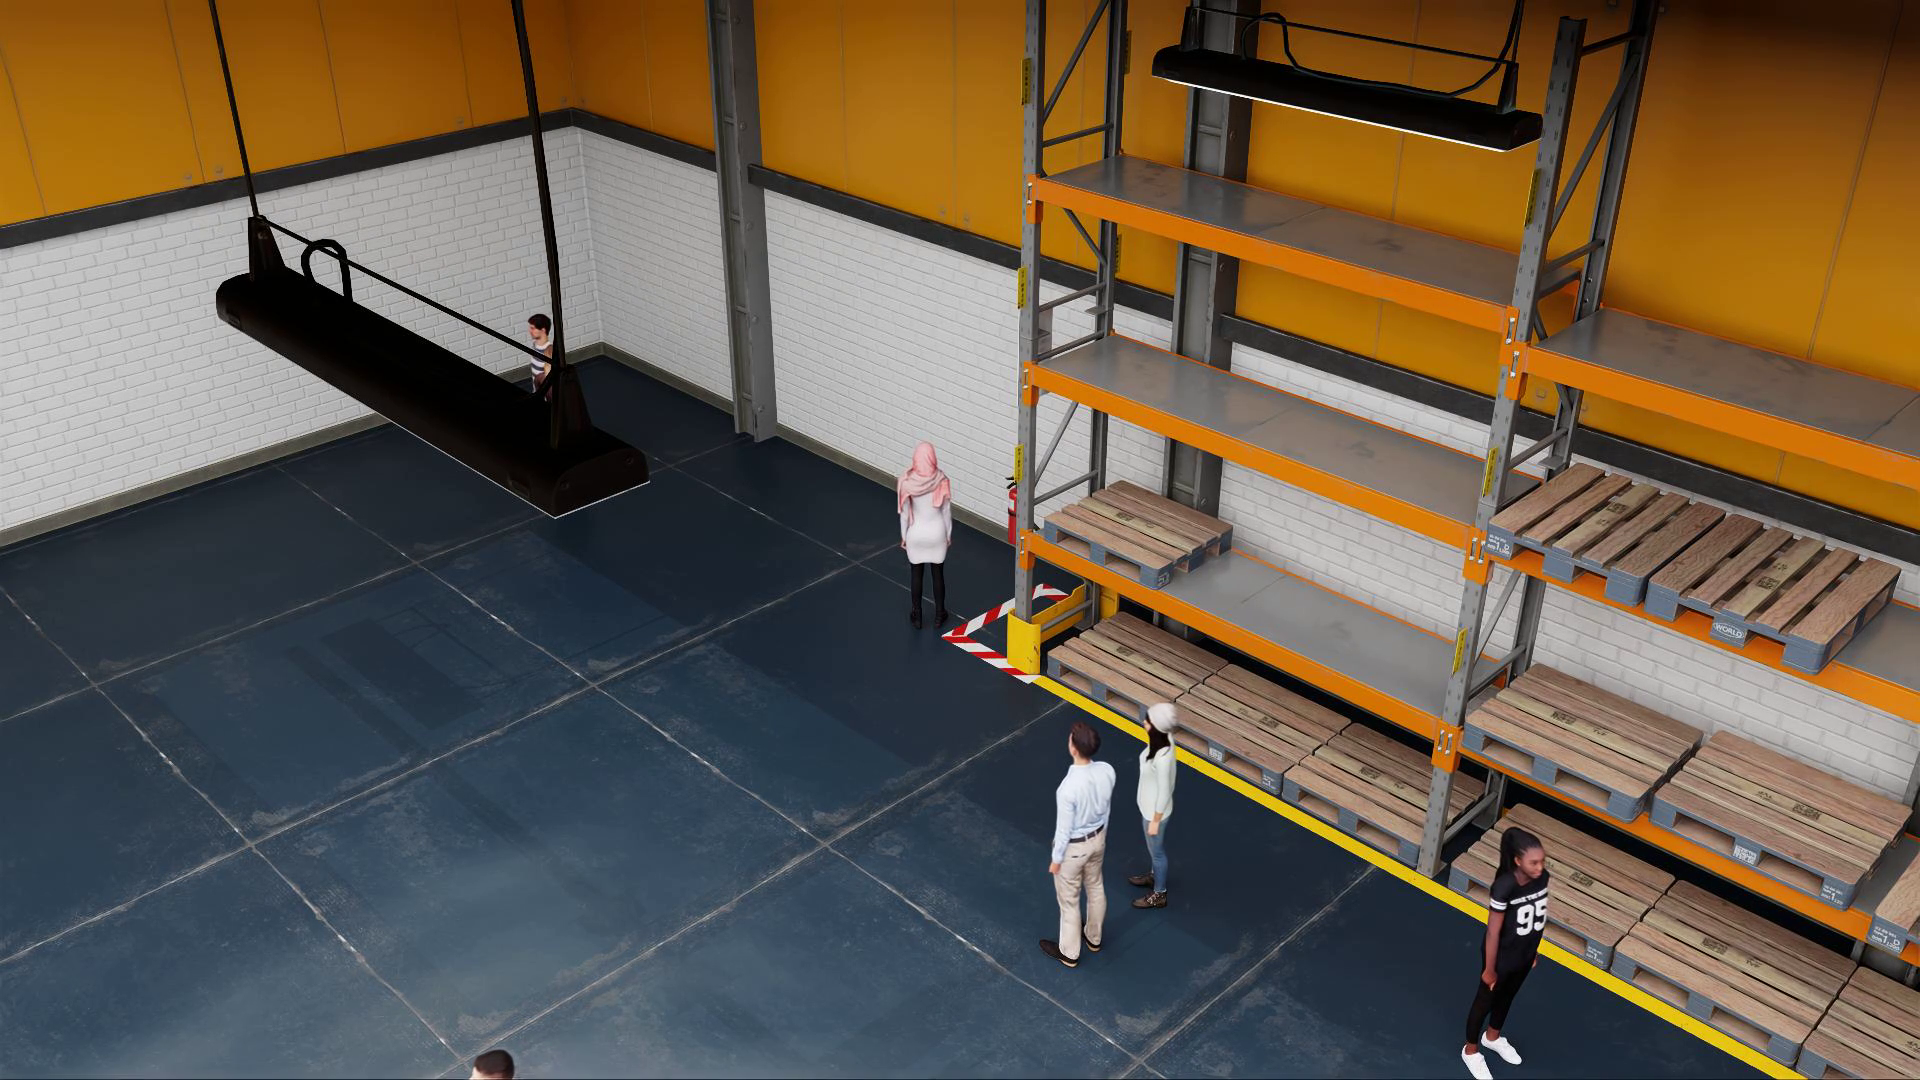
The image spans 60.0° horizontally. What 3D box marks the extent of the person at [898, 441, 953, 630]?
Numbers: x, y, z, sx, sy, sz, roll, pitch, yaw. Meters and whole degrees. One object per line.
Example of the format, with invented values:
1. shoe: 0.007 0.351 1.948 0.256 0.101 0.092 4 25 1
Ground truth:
1. person: -0.292 -0.040 14.584 0.735 1.804 0.790 -1 29 -2

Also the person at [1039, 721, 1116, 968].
1. person: 0.775 1.981 10.836 0.657 1.846 0.597 -23 36 -35

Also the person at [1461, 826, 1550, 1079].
1. person: 3.308 2.486 10.032 0.656 1.729 0.645 -17 33 -29

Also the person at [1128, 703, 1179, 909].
1. person: 1.337 1.803 11.373 0.681 1.644 0.636 2 29 3

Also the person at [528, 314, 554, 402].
1. person: -4.212 -1.461 17.137 0.714 1.855 0.475 -23 36 -36

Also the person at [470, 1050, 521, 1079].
1. person: -2.273 3.286 8.532 0.748 1.760 0.594 -12 31 -20
